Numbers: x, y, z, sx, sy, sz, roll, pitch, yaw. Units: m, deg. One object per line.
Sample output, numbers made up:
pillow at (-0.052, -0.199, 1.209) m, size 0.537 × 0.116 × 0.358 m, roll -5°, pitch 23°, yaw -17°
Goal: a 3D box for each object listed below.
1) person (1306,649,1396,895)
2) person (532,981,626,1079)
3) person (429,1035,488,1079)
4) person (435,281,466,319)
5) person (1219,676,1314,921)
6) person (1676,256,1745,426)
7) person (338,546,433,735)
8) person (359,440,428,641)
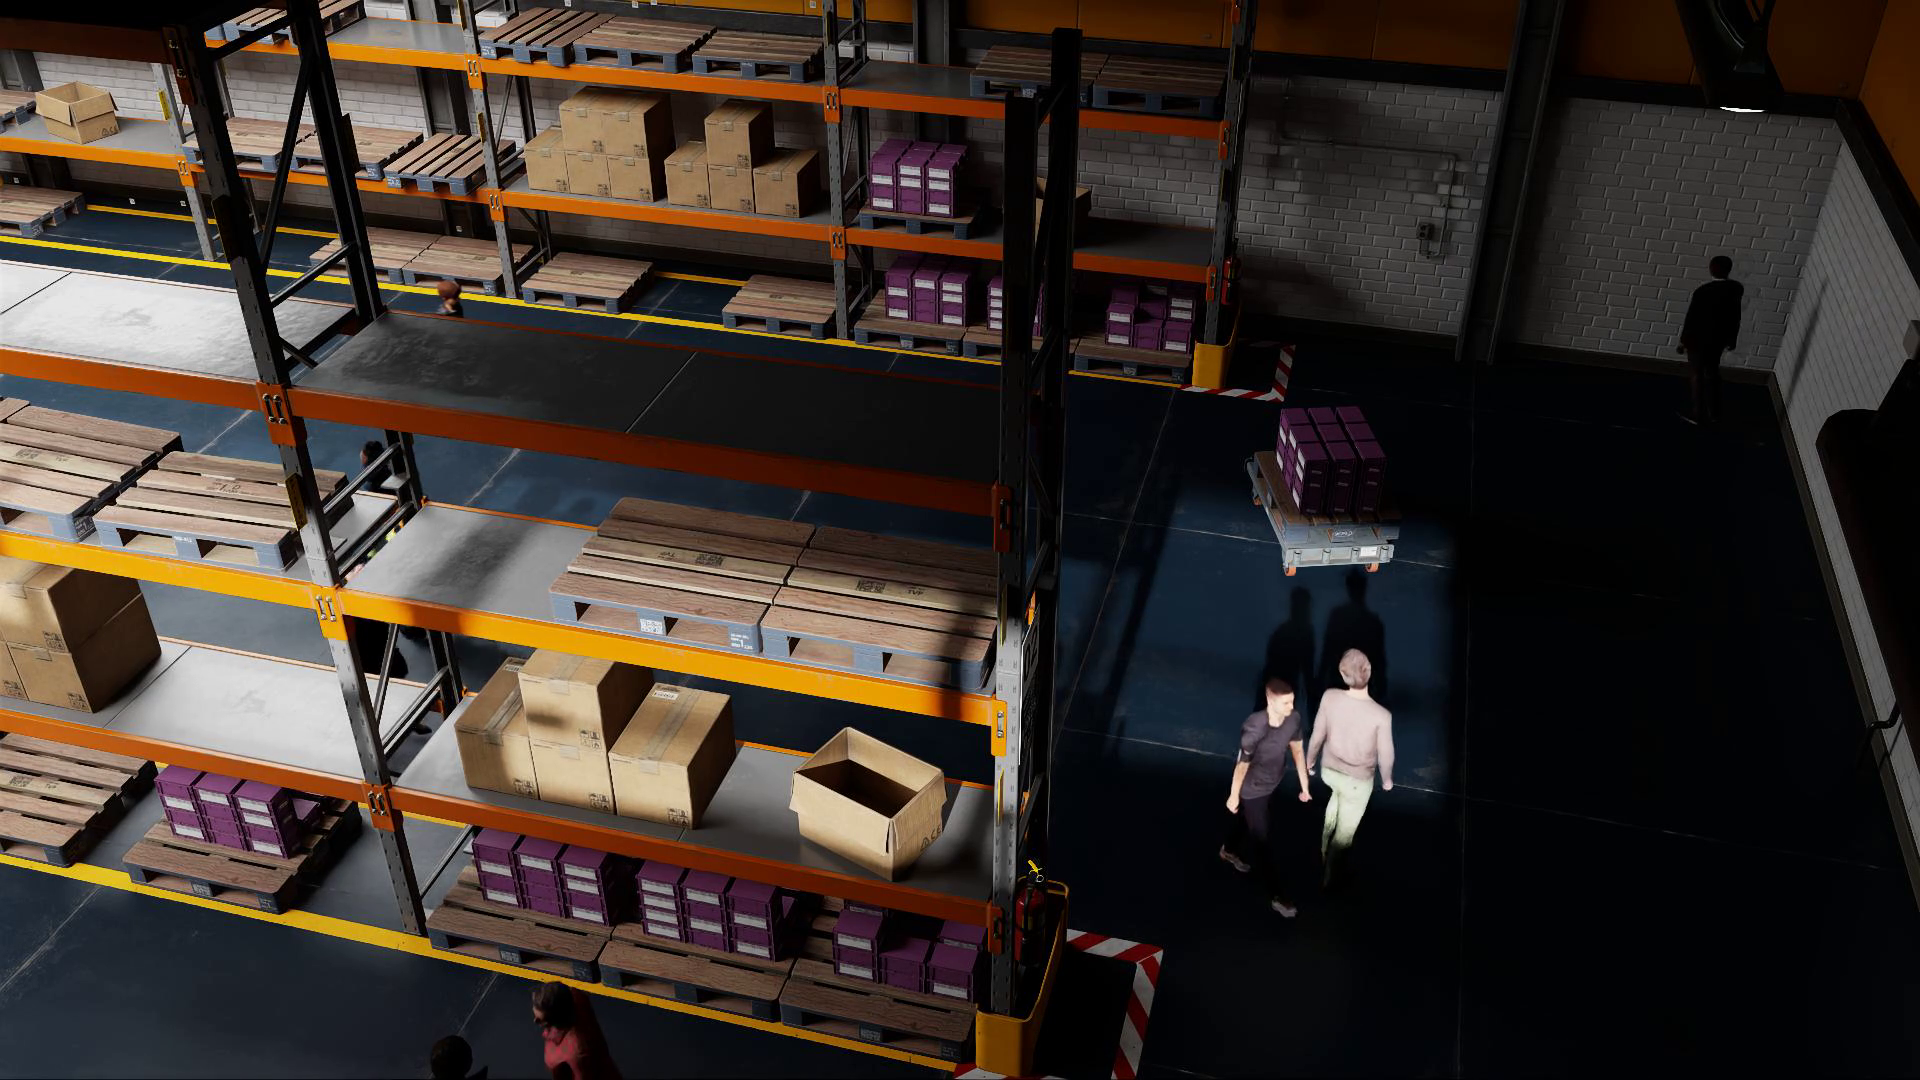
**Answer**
person at (2.480, 1.581, 10.878) m, size 0.896 × 1.842 × 0.793 m, roll -28°, pitch 43°, yaw -35°
person at (-1.904, 2.924, 8.904) m, size 1.196 × 1.791 × 1.033 m, roll -2°, pitch 34°, yaw -4°
person at (-2.542, 3.200, 8.607) m, size 0.589 × 1.660 × 0.662 m, roll 25°, pitch 41°, yaw 32°
person at (-4.995, -1.893, 16.465) m, size 0.518 × 1.443 × 0.545 m, roll 10°, pitch 35°, yaw 15°
person at (1.930, 1.577, 10.988) m, size 1.060 × 1.727 × 1.175 m, roll -22°, pitch 40°, yaw -30°
person at (7.340, -1.933, 16.227) m, size 0.678 × 1.773 × 0.895 m, roll 1°, pitch 34°, yaw 1°
person at (-4.416, 0.775, 12.269) m, size 1.021 × 1.645 × 0.701 m, roll 9°, pitch 35°, yaw 14°
person at (-4.430, 0.022, 13.217) m, size 0.835 × 1.850 × 0.866 m, roll 18°, pitch 38°, yaw 25°
